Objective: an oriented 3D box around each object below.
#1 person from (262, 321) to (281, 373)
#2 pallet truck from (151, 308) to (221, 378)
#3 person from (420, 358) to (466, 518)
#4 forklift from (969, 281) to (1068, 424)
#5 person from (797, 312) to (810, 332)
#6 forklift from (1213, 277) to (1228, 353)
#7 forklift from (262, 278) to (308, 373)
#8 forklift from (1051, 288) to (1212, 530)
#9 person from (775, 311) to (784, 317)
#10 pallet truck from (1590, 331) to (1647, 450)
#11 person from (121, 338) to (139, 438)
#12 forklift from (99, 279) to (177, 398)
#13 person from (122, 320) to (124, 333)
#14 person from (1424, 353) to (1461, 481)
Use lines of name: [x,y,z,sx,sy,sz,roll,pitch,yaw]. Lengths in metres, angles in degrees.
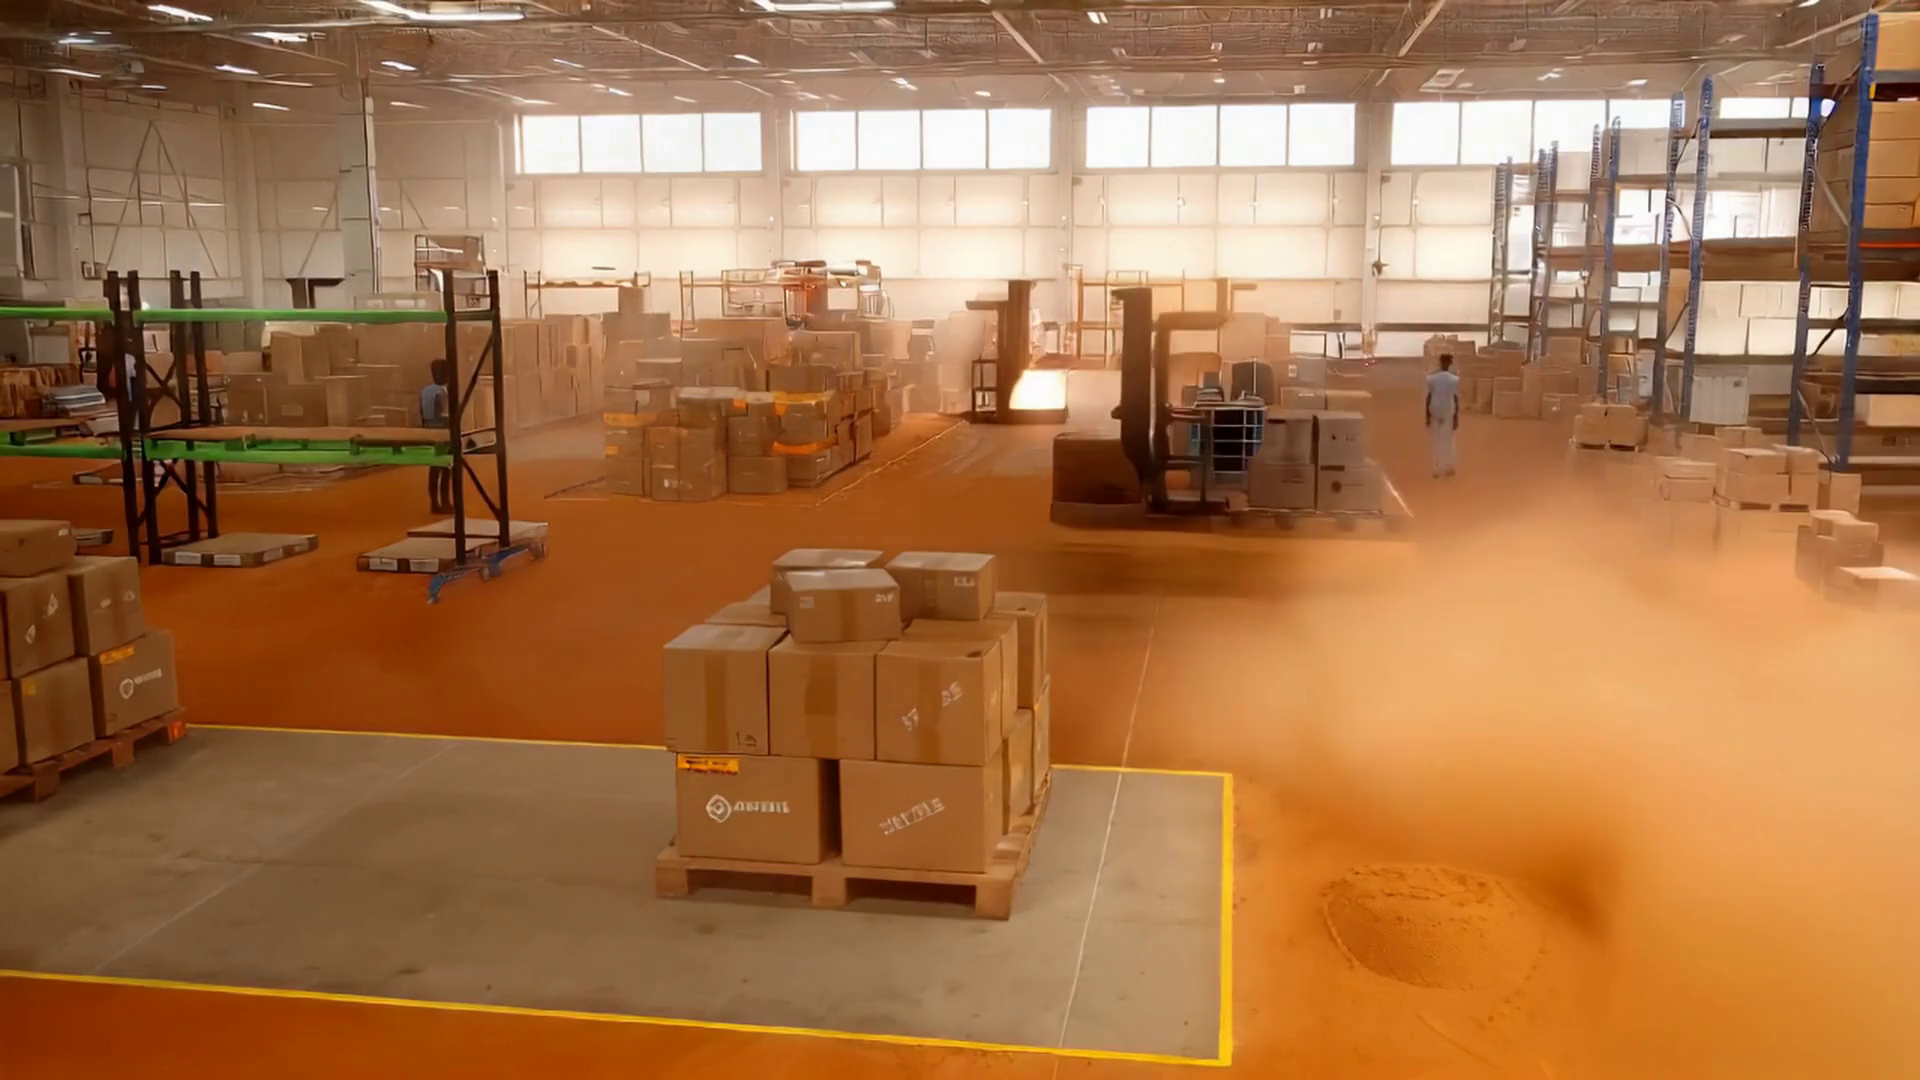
person: [-17.089,-4.586,41.272,0.575,1.882,0.355,4,10,21]
pallet truck: [-21.869,-5.598,47.154,0.823,1.965,1.885,4,10,26]
person: [-6.371,-1.250,20.433,0.614,1.963,0.362,8,12,41]
forklift: [1.194,-3.753,33.059,1.873,2.768,1.129,1,9,9]
person: [-4.274,-5.190,44.877,0.502,1.918,0.560,-2,9,-10]
forklift: [7.580,-6.240,48.402,1.873,2.768,1.129,1,9,9]
forklift: [-17.134,-5.396,43.196,1.873,2.768,1.129,-3,10,-19]
forklift: [2.063,-1.589,19.713,1.873,2.768,1.129,1,9,9]
person: [-4.976,-5.379,46.023,0.485,1.923,0.664,-3,10,-17]
pallet truck: [11.253,-2.573,28.499,0.823,1.965,1.885,5,10,27]
person: [-14.581,-2.619,29.250,0.343,1.847,0.506,-2,9,-12]
forklift: [-19.606,-4.720,39.027,1.873,2.768,1.129,1,9,9]
person: [-25.898,-6.104,51.385,0.308,1.638,0.511,0,9,-2]
person: [7.034,-1.803,24.247,0.541,1.836,0.863,5,10,26]
